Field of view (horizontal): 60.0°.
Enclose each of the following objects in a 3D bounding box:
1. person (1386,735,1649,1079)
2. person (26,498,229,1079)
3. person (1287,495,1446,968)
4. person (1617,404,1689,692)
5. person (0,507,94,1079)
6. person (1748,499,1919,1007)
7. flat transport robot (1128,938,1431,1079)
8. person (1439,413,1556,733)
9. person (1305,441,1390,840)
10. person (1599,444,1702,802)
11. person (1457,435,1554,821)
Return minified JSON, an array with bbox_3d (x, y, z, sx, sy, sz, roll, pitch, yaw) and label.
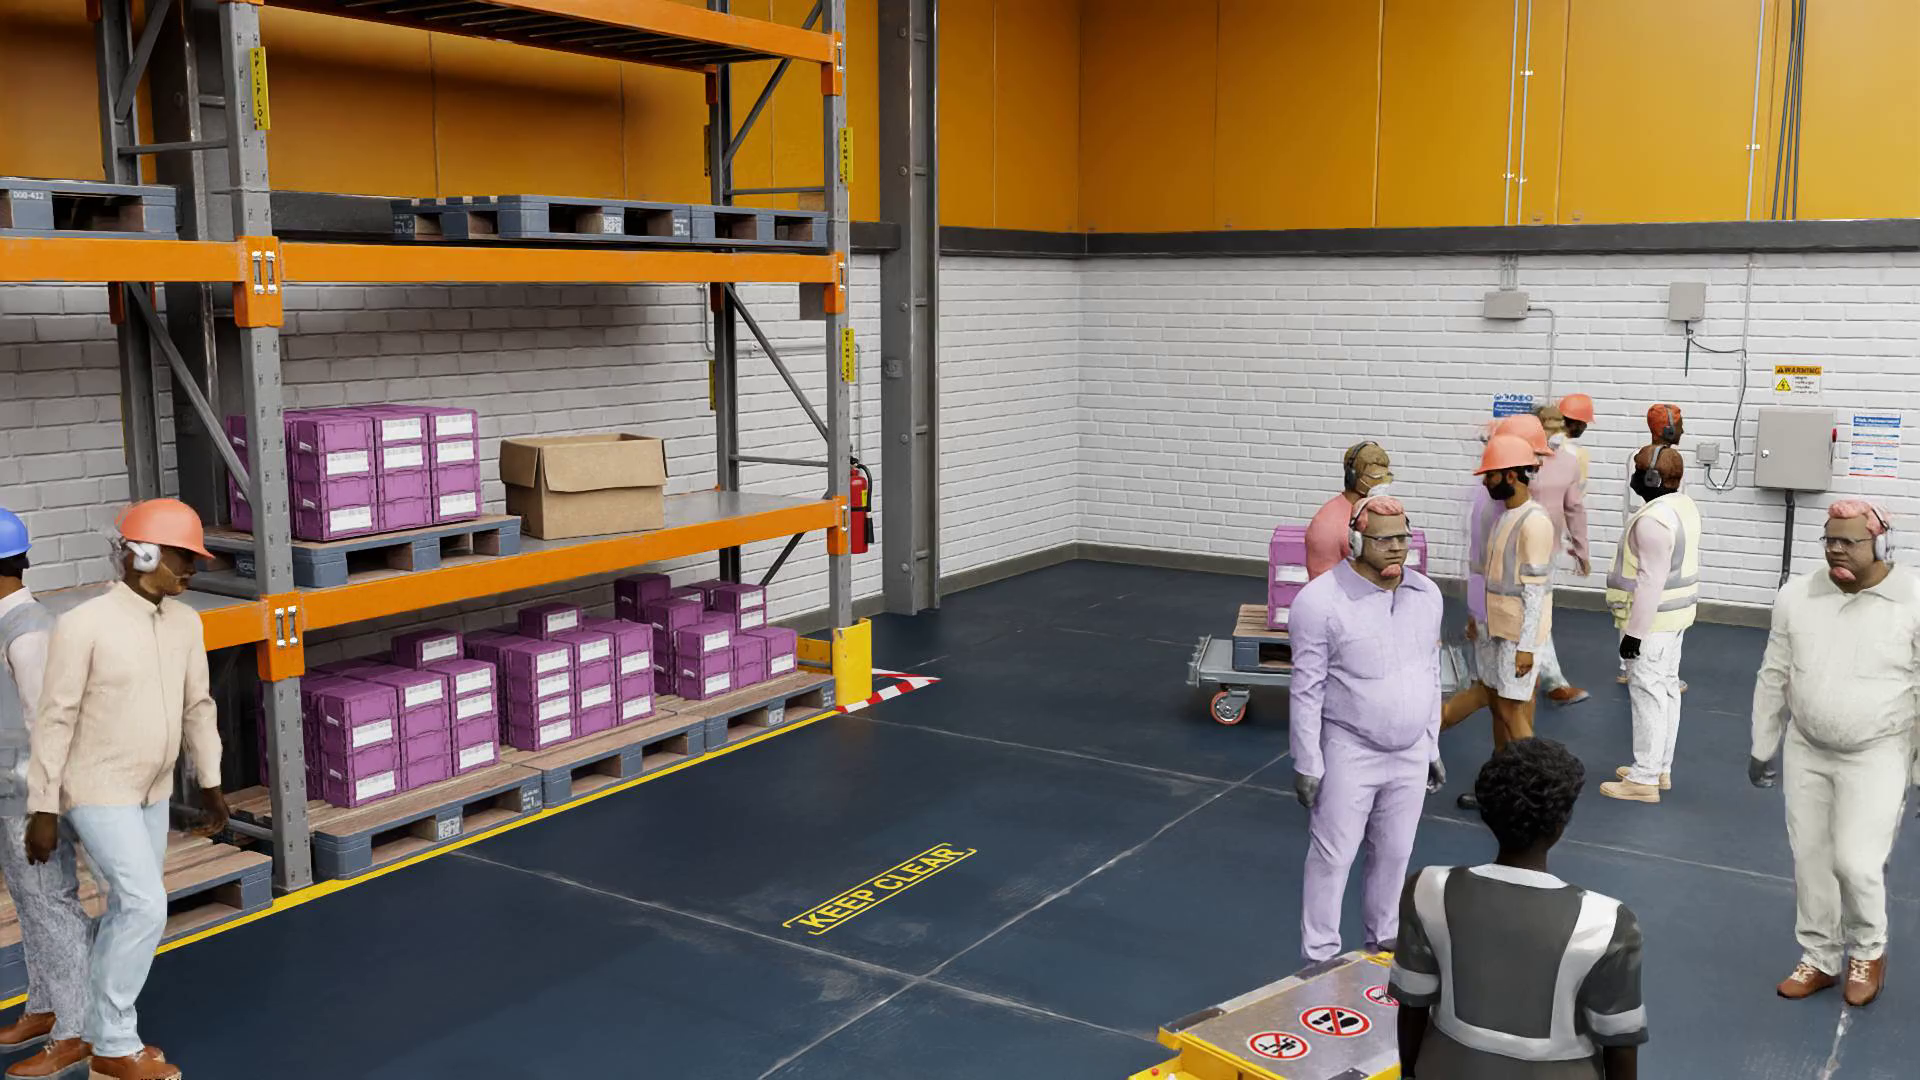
[{"bbox_3d":[1.204,1.261,3.634,0.540,1.695,0.317,5,10,30],"label":"person"},{"bbox_3d":[-2.752,0.839,5.549,0.583,1.950,0.650,1,9,9],"label":"person"},{"bbox_3d":[1.504,0.783,6.062,0.651,1.906,0.409,-4,9,-22],"label":"person"},{"bbox_3d":[4.555,0.050,10.906,0.356,1.883,0.573,-1,9,-9],"label":"person"},{"bbox_3d":[-3.144,0.839,5.574,0.399,1.943,0.615,-7,11,-40],"label":"person"},{"bbox_3d":[3.215,0.787,6.085,0.441,1.887,0.668,-6,11,-35],"label":"person"},{"bbox_3d":[1.298,1.674,5.566,1.431,0.197,0.652,-7,11,-39],"label":"flat transport robot"},{"bbox_3d":[2.720,0.341,8.599,0.939,2.008,0.597,2,9,12],"label":"person"},{"bbox_3d":[1.892,0.479,7.982,0.637,1.929,0.379,-8,12,-42],"label":"person"},{"bbox_3d":[3.559,0.425,8.597,0.430,1.845,0.619,7,11,37],"label":"person"},{"bbox_3d":[2.718,0.446,8.228,0.382,1.922,0.561,0,9,0],"label":"person"}]
